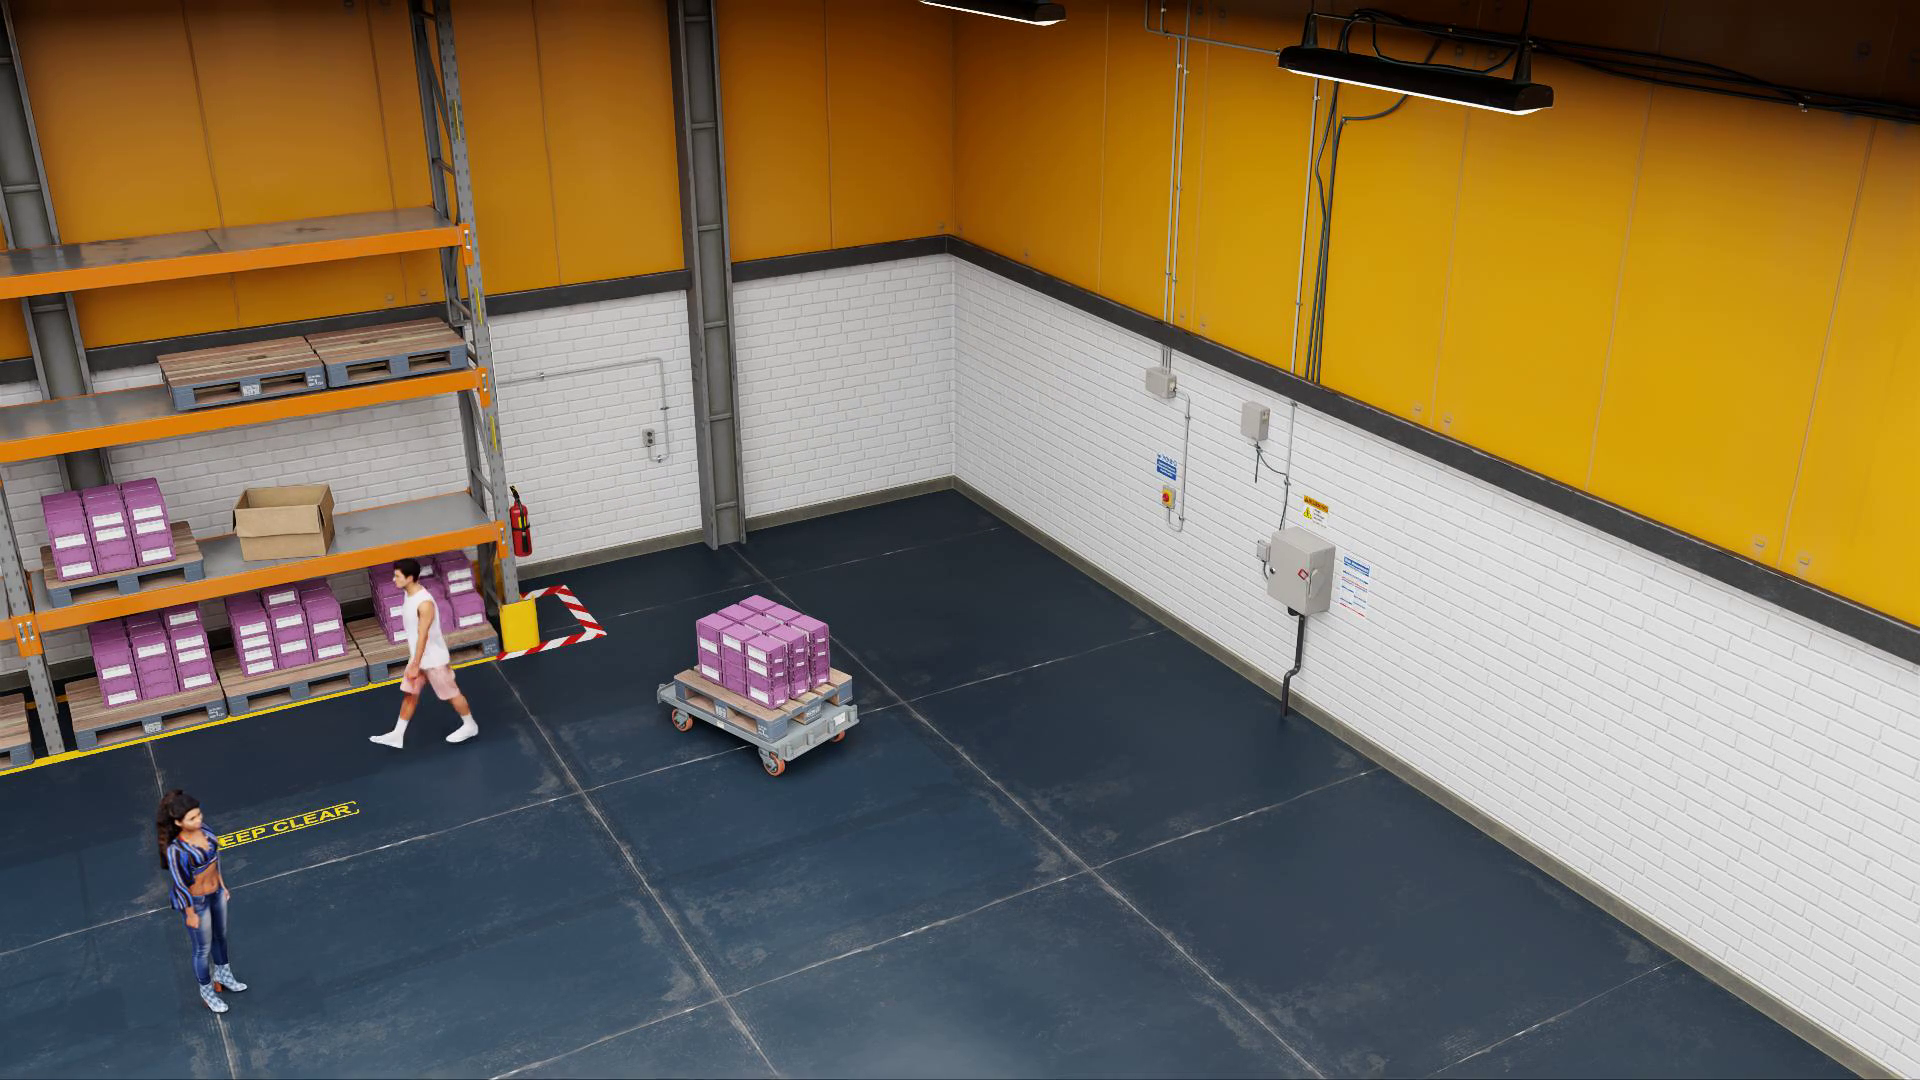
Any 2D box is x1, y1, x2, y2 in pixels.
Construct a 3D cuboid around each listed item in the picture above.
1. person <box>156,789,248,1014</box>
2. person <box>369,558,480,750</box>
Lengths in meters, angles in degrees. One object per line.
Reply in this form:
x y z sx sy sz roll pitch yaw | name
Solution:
-4.995 2.366 10.960 0.745 1.617 0.699 4 24 10 | person
-4.384 0.966 14.015 1.136 1.736 0.721 -17 29 -33 | person
